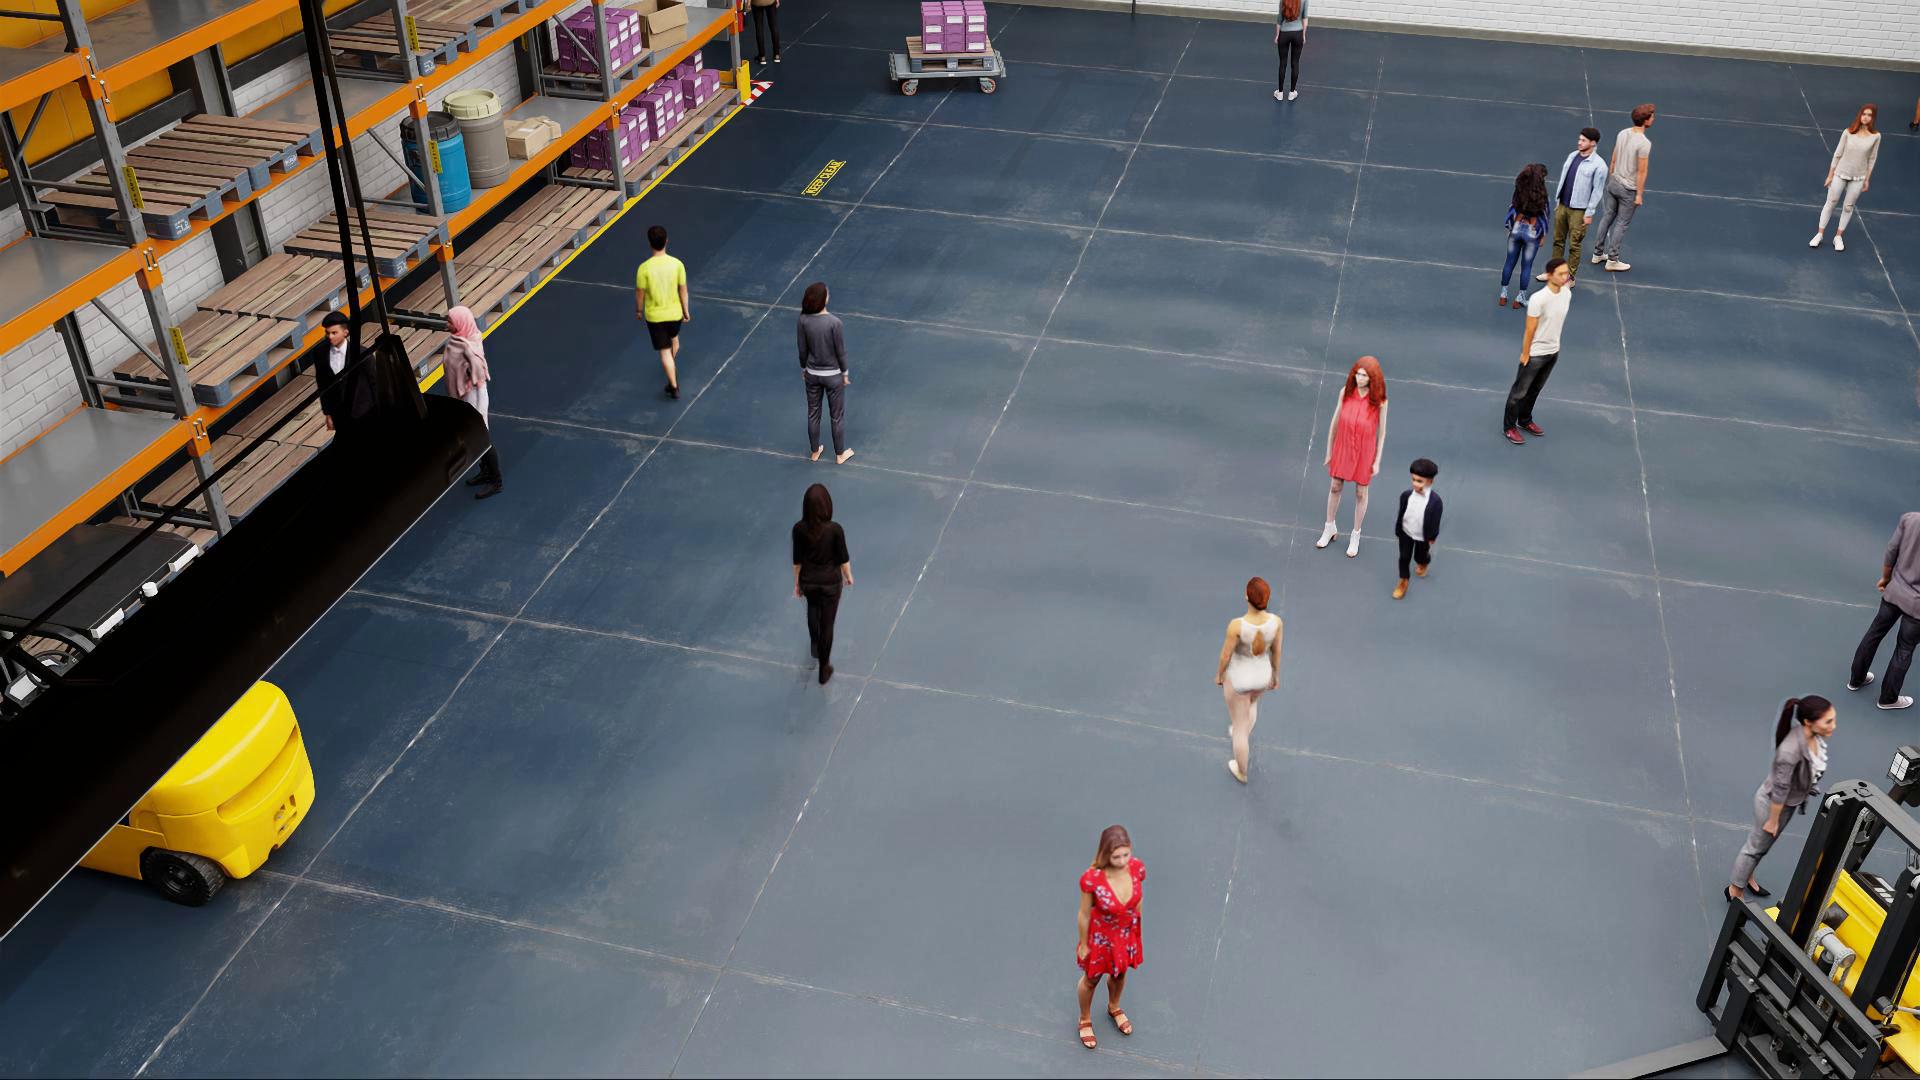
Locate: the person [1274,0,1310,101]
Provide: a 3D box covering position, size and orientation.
[{"bbox_3d":[4.666,-7.097,23.472,0.590,1.742,0.550,5,34,7],"label":"person"}]

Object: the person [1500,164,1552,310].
[{"bbox_3d":[6.058,-3.270,17.826,0.694,1.618,0.684,24,41,32],"label":"person"}]

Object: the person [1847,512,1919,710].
[{"bbox_3d":[6.931,0.387,12.114,0.794,1.851,0.707,-15,36,-21],"label":"person"}]

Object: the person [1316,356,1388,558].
[{"bbox_3d":[3.267,-0.702,13.774,0.655,1.827,0.594,18,38,25],"label":"person"}]

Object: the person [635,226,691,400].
[{"bbox_3d":[-2.851,-2.169,16.130,1.040,1.663,1.152,-14,36,-20],"label":"person"}]

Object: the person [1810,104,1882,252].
[{"bbox_3d":[10.228,-4.188,19.123,0.645,1.711,0.589,14,36,20],"label":"person"}]

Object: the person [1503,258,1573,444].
[{"bbox_3d":[5.368,-1.779,15.416,0.699,1.804,0.767,-19,38,-26],"label":"person"}]

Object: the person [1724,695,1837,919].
[{"bbox_3d":[5.120,1.636,10.393,0.773,1.677,0.660,26,41,33],"label":"person"}]

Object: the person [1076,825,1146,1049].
[{"bbox_3d":[0.860,2.249,9.545,0.668,1.593,0.710,-13,36,-18],"label":"person"}]

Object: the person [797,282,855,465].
[{"bbox_3d":[-1.228,-1.509,15.042,0.607,1.767,0.509,9,35,13],"label":"person"}]

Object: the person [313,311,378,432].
[{"bbox_3d":[-5.223,-1.121,14.353,0.742,1.884,0.632,2,34,3],"label":"person"}]

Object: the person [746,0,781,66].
[{"bbox_3d":[-2.934,-8.066,24.833,0.750,1.849,0.769,-11,35,-17],"label":"person"}]

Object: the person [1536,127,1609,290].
[{"bbox_3d":[6.728,-3.631,18.197,0.812,1.810,0.745,-17,37,-23],"label":"person"}]

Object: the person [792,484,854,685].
[{"bbox_3d":[-1.049,0.364,12.354,0.579,1.624,0.752,7,34,10],"label":"person"}]

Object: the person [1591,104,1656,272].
[{"bbox_3d":[7.438,-3.957,18.609,0.801,1.895,0.697,-12,36,-18],"label":"person"}]

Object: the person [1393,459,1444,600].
[{"bbox_3d":[3.714,-0.121,13.457,0.635,1.212,0.802,19,38,26],"label":"person"}]

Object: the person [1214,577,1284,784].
[{"bbox_3d":[2.009,1.004,11.386,0.780,1.629,0.877,-9,35,-14],"label":"person"}]

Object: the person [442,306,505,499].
[{"bbox_3d":[-4.268,-1.220,14.574,0.799,1.804,0.742,-18,38,-25],"label":"person"}]
